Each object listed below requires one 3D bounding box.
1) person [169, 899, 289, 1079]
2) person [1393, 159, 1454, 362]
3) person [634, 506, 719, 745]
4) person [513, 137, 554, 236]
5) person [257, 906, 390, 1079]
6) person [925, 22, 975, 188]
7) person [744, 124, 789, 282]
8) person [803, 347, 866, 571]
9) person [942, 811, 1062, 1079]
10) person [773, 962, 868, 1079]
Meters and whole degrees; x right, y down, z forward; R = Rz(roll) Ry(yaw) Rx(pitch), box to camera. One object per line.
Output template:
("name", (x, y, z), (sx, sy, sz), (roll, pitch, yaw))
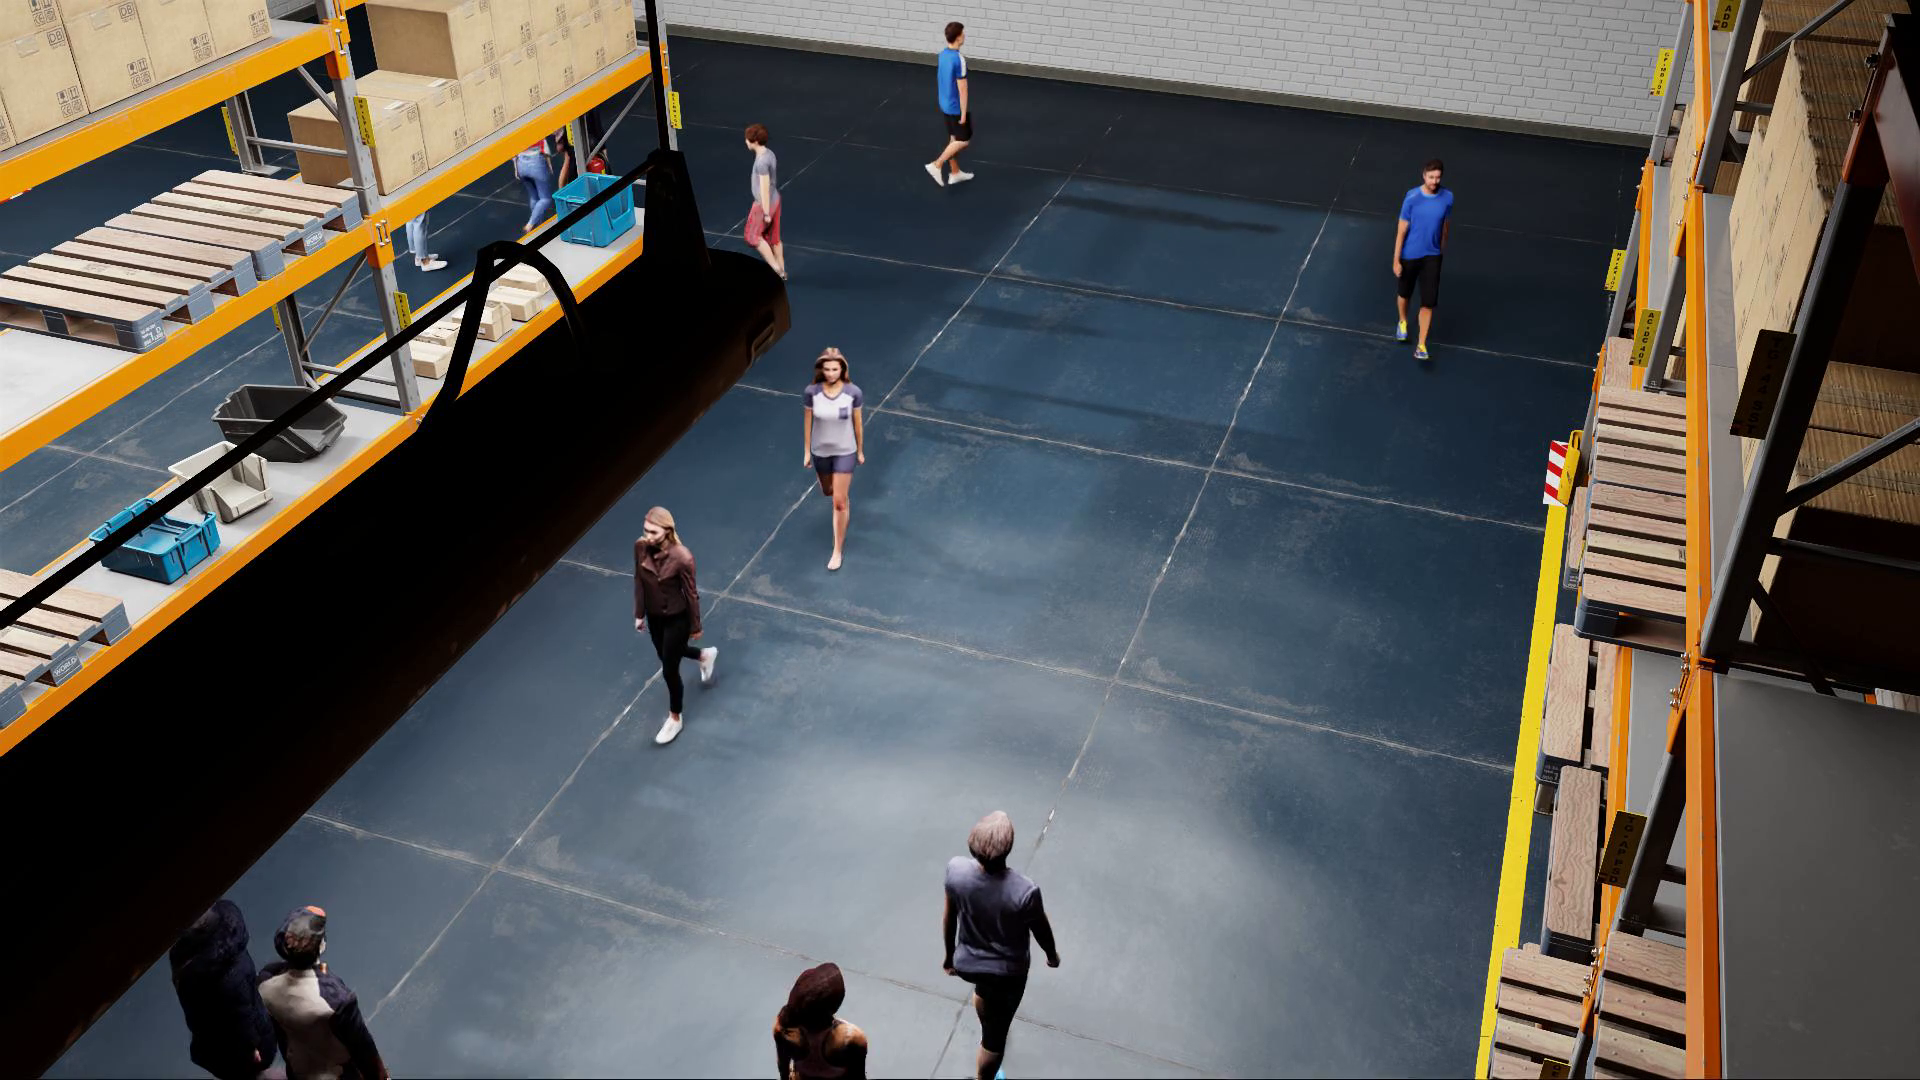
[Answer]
("person", (-3.400, 2.283, 8.000), (0.951, 1.662, 0.882), (-21, 39, -28))
("person", (4.198, -2.636, 15.252), (0.831, 1.824, 1.194), (2, 34, 4))
("person", (-1.833, 0.461, 10.722), (0.738, 1.683, 1.041), (18, 38, 25))
("person", (-4.457, -3.818, 17.238), (0.609, 1.595, 0.874), (9, 35, 13))
("person", (-2.892, 2.474, 7.515), (0.724, 1.880, 0.759), (16, 37, 22))
("person", (-0.132, -4.812, 18.505), (1.067, 1.849, 0.954), (-21, 39, -28))
("person", (-1.826, -3.293, 16.412), (0.719, 1.636, 0.623), (3, 34, 5))
("person", (-0.932, -0.687, 12.433), (0.717, 1.701, 1.093), (6, 34, 9))
("person", (0.124, 2.116, 8.068), (0.776, 1.863, 0.941), (20, 38, 27))
("person", (-0.619, 2.636, 7.417), (0.860, 1.719, 1.212), (0, 34, 0))
